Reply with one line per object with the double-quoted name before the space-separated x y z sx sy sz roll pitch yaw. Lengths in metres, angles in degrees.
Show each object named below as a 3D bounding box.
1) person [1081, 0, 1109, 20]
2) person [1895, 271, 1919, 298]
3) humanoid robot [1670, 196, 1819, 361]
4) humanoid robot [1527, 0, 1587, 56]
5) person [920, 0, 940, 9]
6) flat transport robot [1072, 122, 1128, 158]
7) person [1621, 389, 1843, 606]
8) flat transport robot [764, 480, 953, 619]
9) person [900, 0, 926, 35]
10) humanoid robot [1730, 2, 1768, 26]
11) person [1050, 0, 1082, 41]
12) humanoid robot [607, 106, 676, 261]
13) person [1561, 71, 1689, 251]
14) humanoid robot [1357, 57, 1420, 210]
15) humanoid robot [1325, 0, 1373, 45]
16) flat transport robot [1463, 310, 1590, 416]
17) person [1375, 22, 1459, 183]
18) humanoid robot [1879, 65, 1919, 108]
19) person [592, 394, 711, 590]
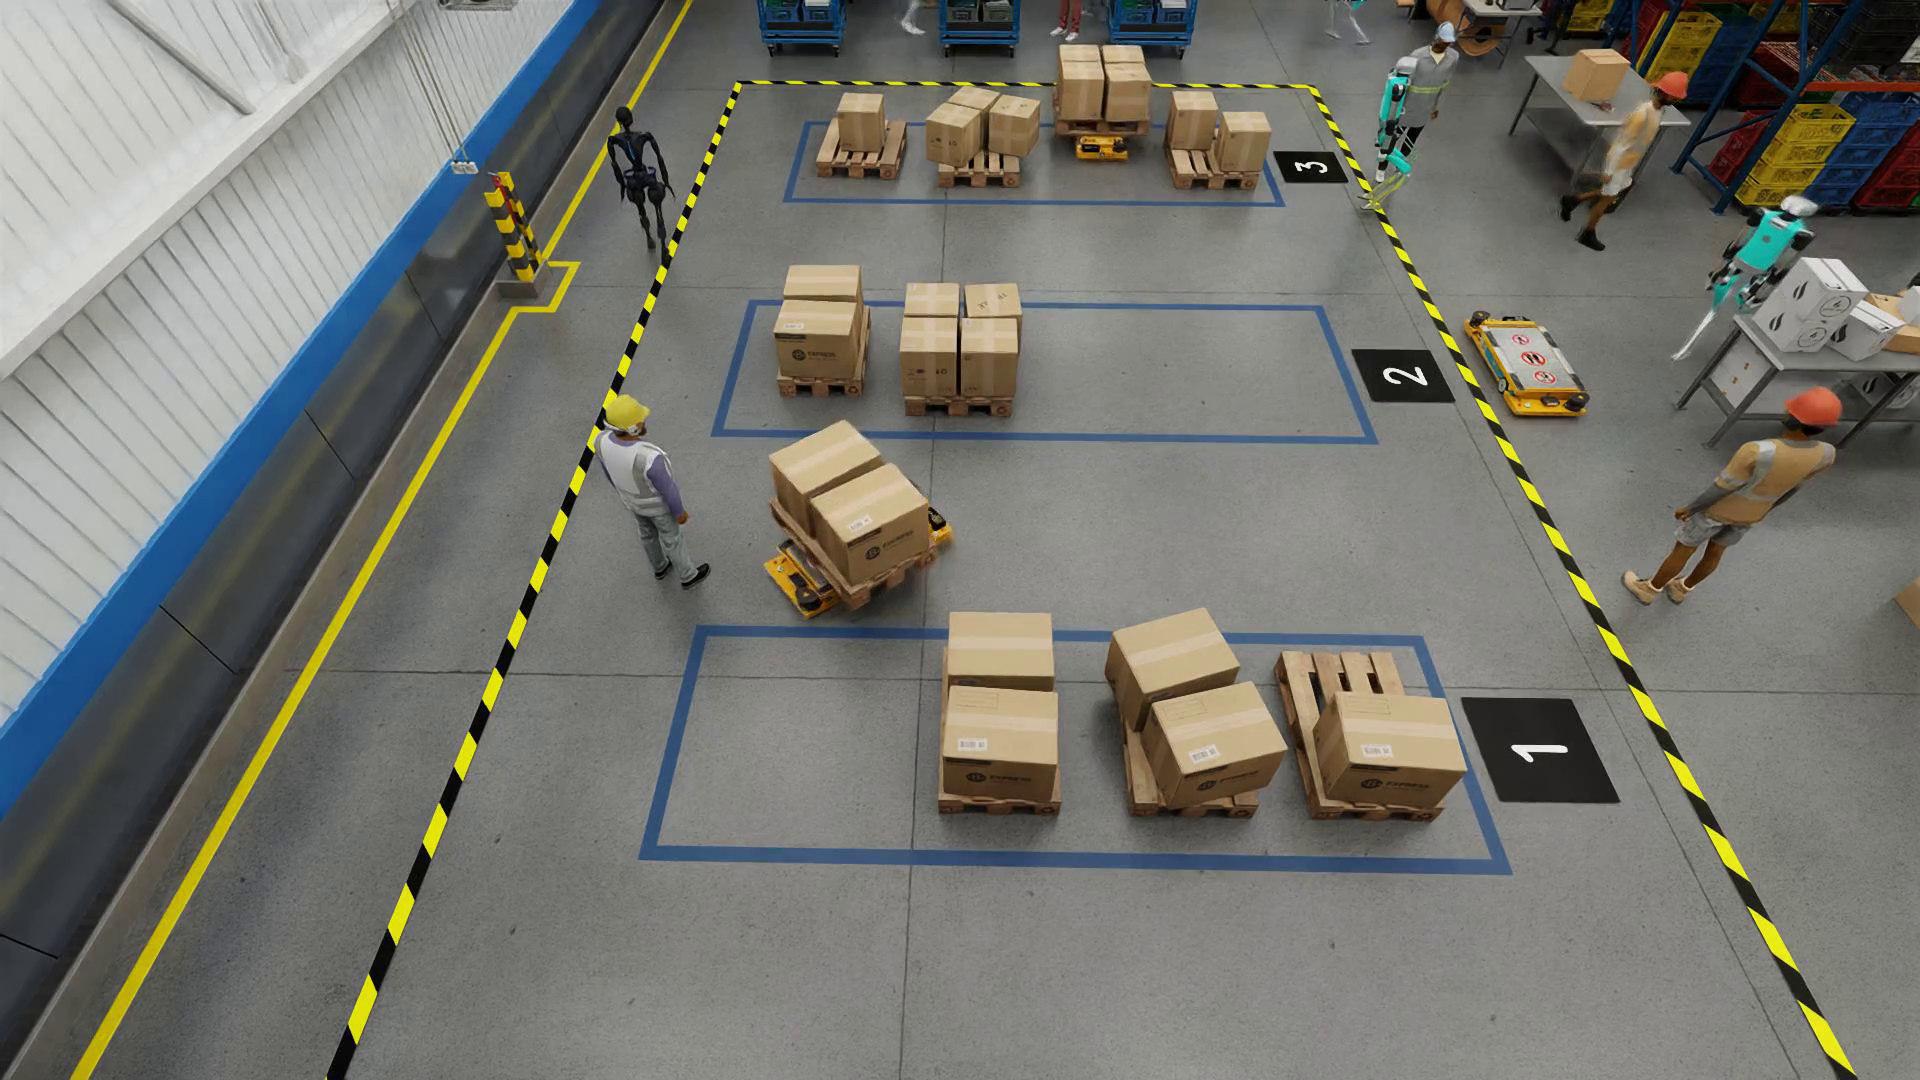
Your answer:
"person" 2.215 -9.205 14.541 0.507 1.731 0.495 13 50 11
"person" 10.370 -3.170 9.244 0.336 1.836 0.502 -29 55 -23
"humanoid robot" 7.600 -2.498 8.751 0.905 1.799 0.559 -22 53 -18
"humanoid robot" 9.093 -8.188 13.699 0.614 1.641 0.534 -20 52 -16
"person" -0.505 -9.580 14.685 0.440 2.000 0.658 4 49 3
"flat transport robot" 1.858 -5.567 12.334 0.652 0.197 1.431 1 49 1
"person" 5.530 -0.253 6.578 0.604 2.046 0.371 0 49 0
"flat transport robot" -0.822 0.037 7.483 1.431 0.197 0.652 -31 56 -24
"person" -0.679 -8.808 14.121 0.395 1.837 0.542 7 49 6
"humanoid robot" 11.657 -7.944 13.476 0.472 1.646 0.608 -17 51 -14
"person" 1.716 -8.696 13.969 0.377 1.917 0.598 -35 58 -27
"humanoid robot" -3.432 -3.884 9.964 0.585 1.644 0.469 -7 50 -6
"person" 7.239 -4.186 10.067 0.564 1.914 0.646 -30 55 -23
"humanoid robot" 5.030 -4.586 10.446 0.735 1.673 0.533 10 50 8
"humanoid robot" 5.989 -8.400 13.847 0.535 1.748 1.010 -32 56 -24
"flat transport robot" 5.573 -1.757 9.054 0.659 0.231 1.431 1 49 1
"person" 5.494 -5.213 10.998 0.596 1.851 0.384 -2 49 -1
"humanoid robot" 13.194 -6.658 12.362 0.584 1.656 0.335 0 49 0
"person" -2.279 -0.325 6.781 0.598 1.827 0.404 21 52 17
